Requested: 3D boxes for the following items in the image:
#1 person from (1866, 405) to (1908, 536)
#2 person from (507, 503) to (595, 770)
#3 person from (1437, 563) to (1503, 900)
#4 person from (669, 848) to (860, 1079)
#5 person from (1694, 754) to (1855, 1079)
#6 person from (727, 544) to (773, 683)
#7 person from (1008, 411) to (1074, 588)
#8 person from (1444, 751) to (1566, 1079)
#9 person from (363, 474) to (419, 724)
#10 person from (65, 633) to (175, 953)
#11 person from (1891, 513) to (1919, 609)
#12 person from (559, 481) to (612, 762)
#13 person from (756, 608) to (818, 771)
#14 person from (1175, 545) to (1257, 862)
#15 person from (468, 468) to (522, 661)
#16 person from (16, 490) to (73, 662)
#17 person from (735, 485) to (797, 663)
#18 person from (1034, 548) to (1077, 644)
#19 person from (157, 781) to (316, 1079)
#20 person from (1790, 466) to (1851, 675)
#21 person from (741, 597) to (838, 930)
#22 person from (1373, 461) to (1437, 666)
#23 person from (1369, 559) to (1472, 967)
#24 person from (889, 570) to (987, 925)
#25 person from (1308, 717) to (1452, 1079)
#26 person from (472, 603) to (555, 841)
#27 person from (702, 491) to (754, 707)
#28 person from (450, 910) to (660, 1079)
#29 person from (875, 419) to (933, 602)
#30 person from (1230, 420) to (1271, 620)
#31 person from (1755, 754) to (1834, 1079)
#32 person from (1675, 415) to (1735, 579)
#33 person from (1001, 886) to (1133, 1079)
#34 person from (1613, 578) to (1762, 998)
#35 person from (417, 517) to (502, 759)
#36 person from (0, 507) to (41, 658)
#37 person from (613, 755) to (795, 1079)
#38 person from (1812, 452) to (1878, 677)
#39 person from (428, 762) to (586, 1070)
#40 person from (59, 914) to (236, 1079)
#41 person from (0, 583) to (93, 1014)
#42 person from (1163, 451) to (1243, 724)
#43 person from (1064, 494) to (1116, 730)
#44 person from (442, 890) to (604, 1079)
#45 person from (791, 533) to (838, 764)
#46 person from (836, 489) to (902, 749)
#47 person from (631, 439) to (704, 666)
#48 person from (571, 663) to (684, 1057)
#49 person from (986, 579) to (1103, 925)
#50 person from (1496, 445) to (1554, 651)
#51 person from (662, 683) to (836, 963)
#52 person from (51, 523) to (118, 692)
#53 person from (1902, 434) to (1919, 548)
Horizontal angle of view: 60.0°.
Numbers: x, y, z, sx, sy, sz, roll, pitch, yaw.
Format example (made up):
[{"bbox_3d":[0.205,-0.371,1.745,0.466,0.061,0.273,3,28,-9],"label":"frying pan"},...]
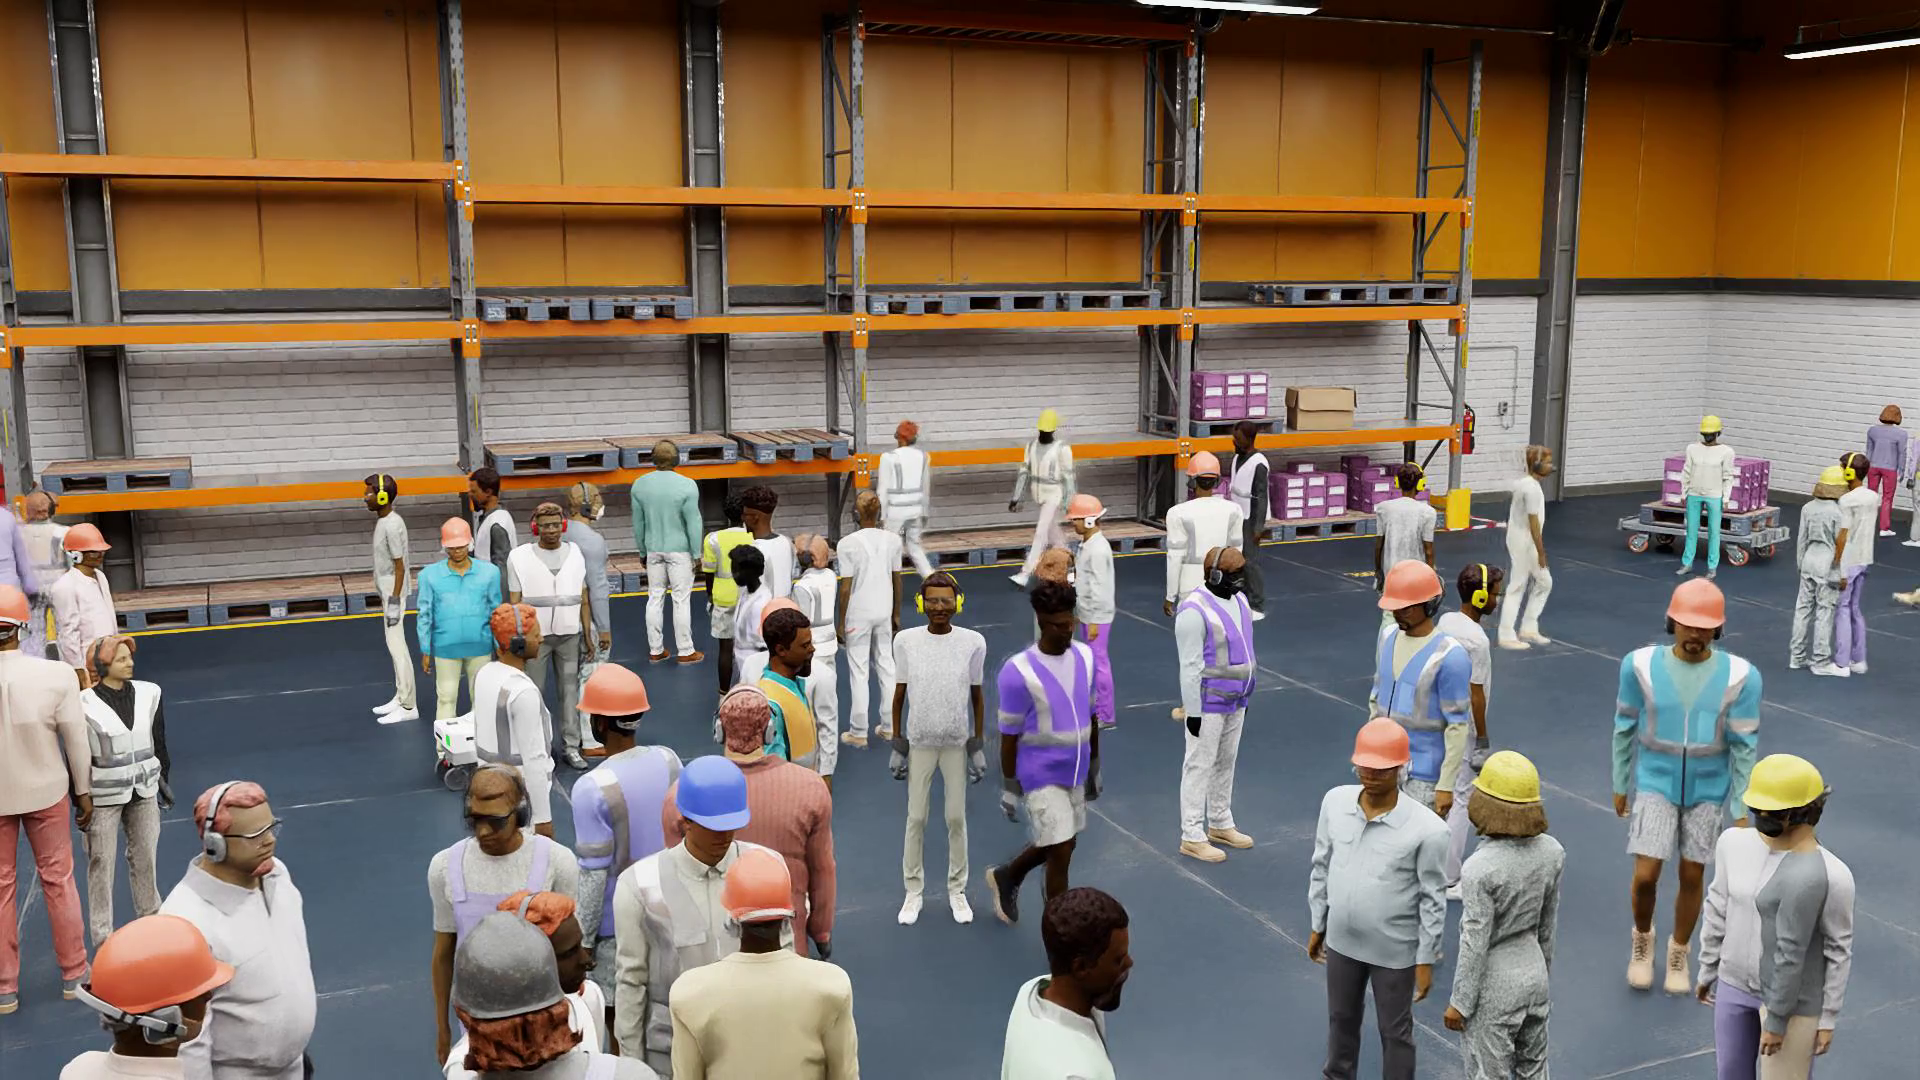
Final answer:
[{"bbox_3d":[11.444,-0.862,20.583,0.281,1.624,0.493,-7,12,-34],"label":"person"},{"bbox_3d":[-2.751,0.654,11.203,0.563,1.848,0.390,-5,11,-29],"label":"person"},{"bbox_3d":[2.729,1.034,9.000,0.334,1.857,0.528,-1,10,-8],"label":"person"},{"bbox_3d":[-0.578,1.776,5.006,0.560,1.752,0.325,-1,10,-6],"label":"person"},{"bbox_3d":[2.865,1.612,5.921,0.315,1.766,0.533,-6,12,-32],"label":"person"},{"bbox_3d":[-1.250,0.836,10.681,0.470,1.666,0.729,-2,10,-13],"label":"person"},{"bbox_3d":[0.869,-0.428,17.403,1.007,1.852,0.618,-8,13,-40],"label":"person"},{"bbox_3d":[1.943,1.608,6.003,0.484,1.745,0.298,-6,12,-31],"label":"person"},{"bbox_3d":[-4.261,0.432,12.419,0.312,1.869,0.535,-4,11,-23],"label":"person"},{"bbox_3d":[-4.153,1.270,8.236,0.308,1.645,0.514,6,12,32],"label":"person"},{"bbox_3d":[9.635,-0.296,16.232,1.010,1.991,0.628,2,10,12],"label":"person"},{"bbox_3d":[-2.593,0.556,11.500,0.355,1.938,0.637,-8,13,-39],"label":"person"},{"bbox_3d":[-0.806,1.247,7.582,0.393,1.920,0.591,0,10,-1],"label":"person"},{"bbox_3d":[1.497,0.934,9.645,0.429,1.836,0.623,8,13,39],"label":"person"},{"bbox_3d":[-3.439,0.409,12.418,0.372,1.914,0.597,-4,11,-21],"label":"person"},{"bbox_3d":[-7.177,0.427,13.105,0.520,1.639,0.312,0,10,-2],"label":"person"},{"bbox_3d":[-1.313,0.607,11.127,0.361,1.964,0.614,4,11,20],"label":"person"},{"bbox_3d":[0.600,0.849,10.691,0.268,1.632,0.507,3,10,17],"label":"person"},{"bbox_3d":[-2.200,1.670,5.178,0.399,1.908,0.643,1,10,6],"label":"person"},{"bbox_3d":[7.203,0.245,13.856,0.321,1.742,0.492,-3,10,-17],"label":"person"},{"bbox_3d":[-0.908,1.152,8.596,0.562,1.753,0.333,4,11,23],"label":"person"},{"bbox_3d":[3.514,0.309,13.158,0.510,1.863,0.326,7,12,37],"label":"person"},{"bbox_3d":[2.185,1.093,8.130,0.381,2.035,0.615,-5,11,-26],"label":"person"},{"bbox_3d":[-0.115,1.079,8.678,0.512,1.877,0.328,0,10,-3],"label":"person"},{"bbox_3d":[1.581,1.530,6.413,0.560,1.756,0.322,9,13,43],"label":"person"},{"bbox_3d":[-2.078,1.222,7.822,0.339,1.882,0.584,-8,13,-38],"label":"person"},{"bbox_3d":[-1.685,0.469,12.698,0.541,1.695,0.315,0,10,-2],"label":"person"},{"bbox_3d":[-1.019,1.830,3.867,0.689,2.000,0.537,-7,12,-36],"label":"person"},{"bbox_3d":[-0.556,-0.267,16.495,0.664,1.865,0.575,-8,13,-38],"label":"person"},{"bbox_3d":[2.752,-0.193,15.881,0.379,1.916,0.597,-2,10,-13],"label":"person"},{"bbox_3d":[2.910,1.620,5.911,0.341,1.756,0.531,5,11,26],"label":"person"},{"bbox_3d":[8.028,-0.470,17.914,0.522,1.768,0.314,8,13,40],"label":"person"},{"bbox_3d":[0.246,1.816,4.335,0.386,1.910,0.592,-1,10,-4],"label":"person"},{"bbox_3d":[3.365,1.164,7.761,0.613,2.028,0.519,4,11,22],"label":"person"},{"bbox_3d":[-3.336,0.708,11.160,0.573,1.748,0.342,-4,11,-23],"label":"person"},{"bbox_3d":[-7.284,0.421,12.487,0.475,1.870,0.726,3,10,16],"label":"person"},{"bbox_3d":[-0.807,1.622,5.373,0.604,1.939,0.415,-5,11,-25],"label":"person"},{"bbox_3d":[7.360,0.208,13.751,0.533,1.860,0.339,-7,12,-36],"label":"person"},{"bbox_3d":[-1.522,1.627,5.639,0.511,1.837,0.351,0,10,-1],"label":"person"},{"bbox_3d":[-1.854,1.842,3.931,0.623,1.992,0.385,7,12,34],"label":"person"},{"bbox_3d":[-4.365,1.186,7.709,0.625,1.992,0.389,-6,11,-29],"label":"person"},{"bbox_3d":[1.786,0.360,12.330,0.609,2.044,0.396,-3,10,-16],"label":"person"},{"bbox_3d":[0.951,0.525,12.271,0.376,1.739,0.578,-1,10,-6],"label":"person"},{"bbox_3d":[-1.089,1.823,4.363,0.362,1.884,0.575,4,11,21],"label":"person"},{"bbox_3d":[-0.977,0.760,11.179,0.307,1.644,0.514,3,10,19],"label":"person"},{"bbox_3d":[-0.649,0.556,11.770,0.517,1.844,0.332,-6,12,-31],"label":"person"},{"bbox_3d":[-2.463,0.107,14.089,0.630,1.940,0.371,3,10,17],"label":"person"},{"bbox_3d":[-1.311,1.430,6.472,0.355,1.939,0.543,5,11,29],"label":"person"},{"bbox_3d":[0.416,1.121,8.259,0.618,1.937,0.855,-9,13,-41],"label":"person"},{"bbox_3d":[5.023,0.086,14.554,0.608,1.825,0.535,4,10,20],"label":"person"},{"bbox_3d":[-0.796,1.477,6.288,0.654,1.906,0.408,-2,10,-14],"label":"person"},{"bbox_3d":[-5.663,0.757,10.876,0.327,1.752,0.562,-1,10,-4],"label":"person"},{"bbox_3d":[11.485,-0.718,19.740,0.517,1.632,0.314,-3,10,-14],"label":"person"}]
